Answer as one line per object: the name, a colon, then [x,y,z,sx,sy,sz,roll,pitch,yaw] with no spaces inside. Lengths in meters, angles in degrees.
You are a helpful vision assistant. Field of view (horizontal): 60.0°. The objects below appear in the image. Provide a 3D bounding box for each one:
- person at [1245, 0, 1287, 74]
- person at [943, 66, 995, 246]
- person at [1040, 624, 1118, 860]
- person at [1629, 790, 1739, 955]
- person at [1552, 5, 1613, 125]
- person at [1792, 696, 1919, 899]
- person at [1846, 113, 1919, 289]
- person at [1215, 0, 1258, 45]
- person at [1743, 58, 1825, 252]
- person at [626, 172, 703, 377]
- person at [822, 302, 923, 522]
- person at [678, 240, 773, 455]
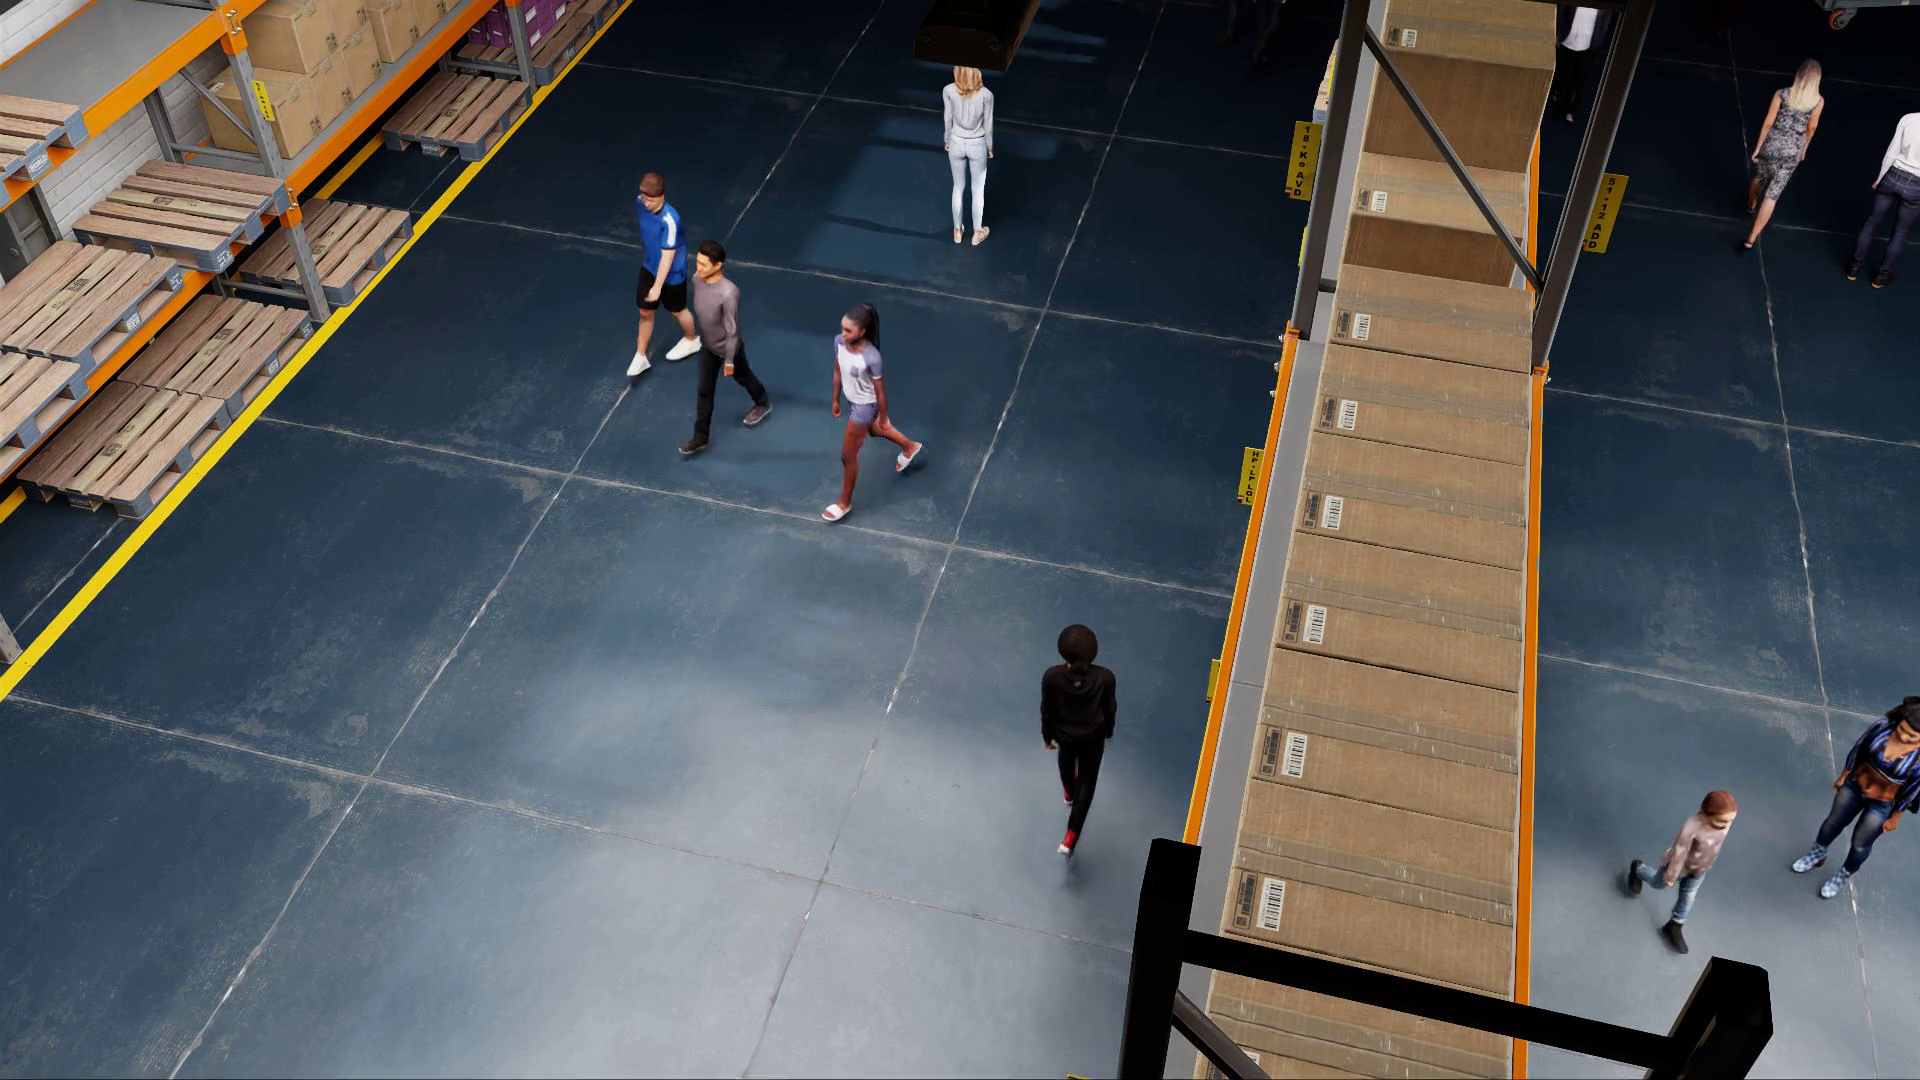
person: [3.032,-5.424,16.515,0.813,1.740,0.981,27,50,26]
person: [0.071,-3.370,14.319,0.584,1.796,0.488,10,44,10]
person: [0.681,1.171,9.660,0.621,1.647,1.040,8,44,8]
person: [4.067,1.776,9.363,0.677,1.180,0.871,-6,44,-7]
person: [5.975,-4.887,16.084,0.666,1.558,1.007,11,45,12]
person: [5.161,1.436,9.397,0.756,1.625,0.692,-21,47,-20]
person: [7.860,-2.960,13.836,0.719,1.868,0.744,34,53,30]
person: [3.053,-5.972,17.077,1.149,1.758,1.020,-29,51,-27]
person: [7.041,-3.269,14.317,0.730,1.653,1.204,18,46,18]
person: [-2.235,-2.134,13.007,0.934,1.815,1.116,32,52,29]
person: [-0.625,-0.989,11.899,1.253,1.686,1.075,-29,51,-27]
person: [-1.689,-1.474,12.381,1.221,1.723,1.016,13,45,13]
